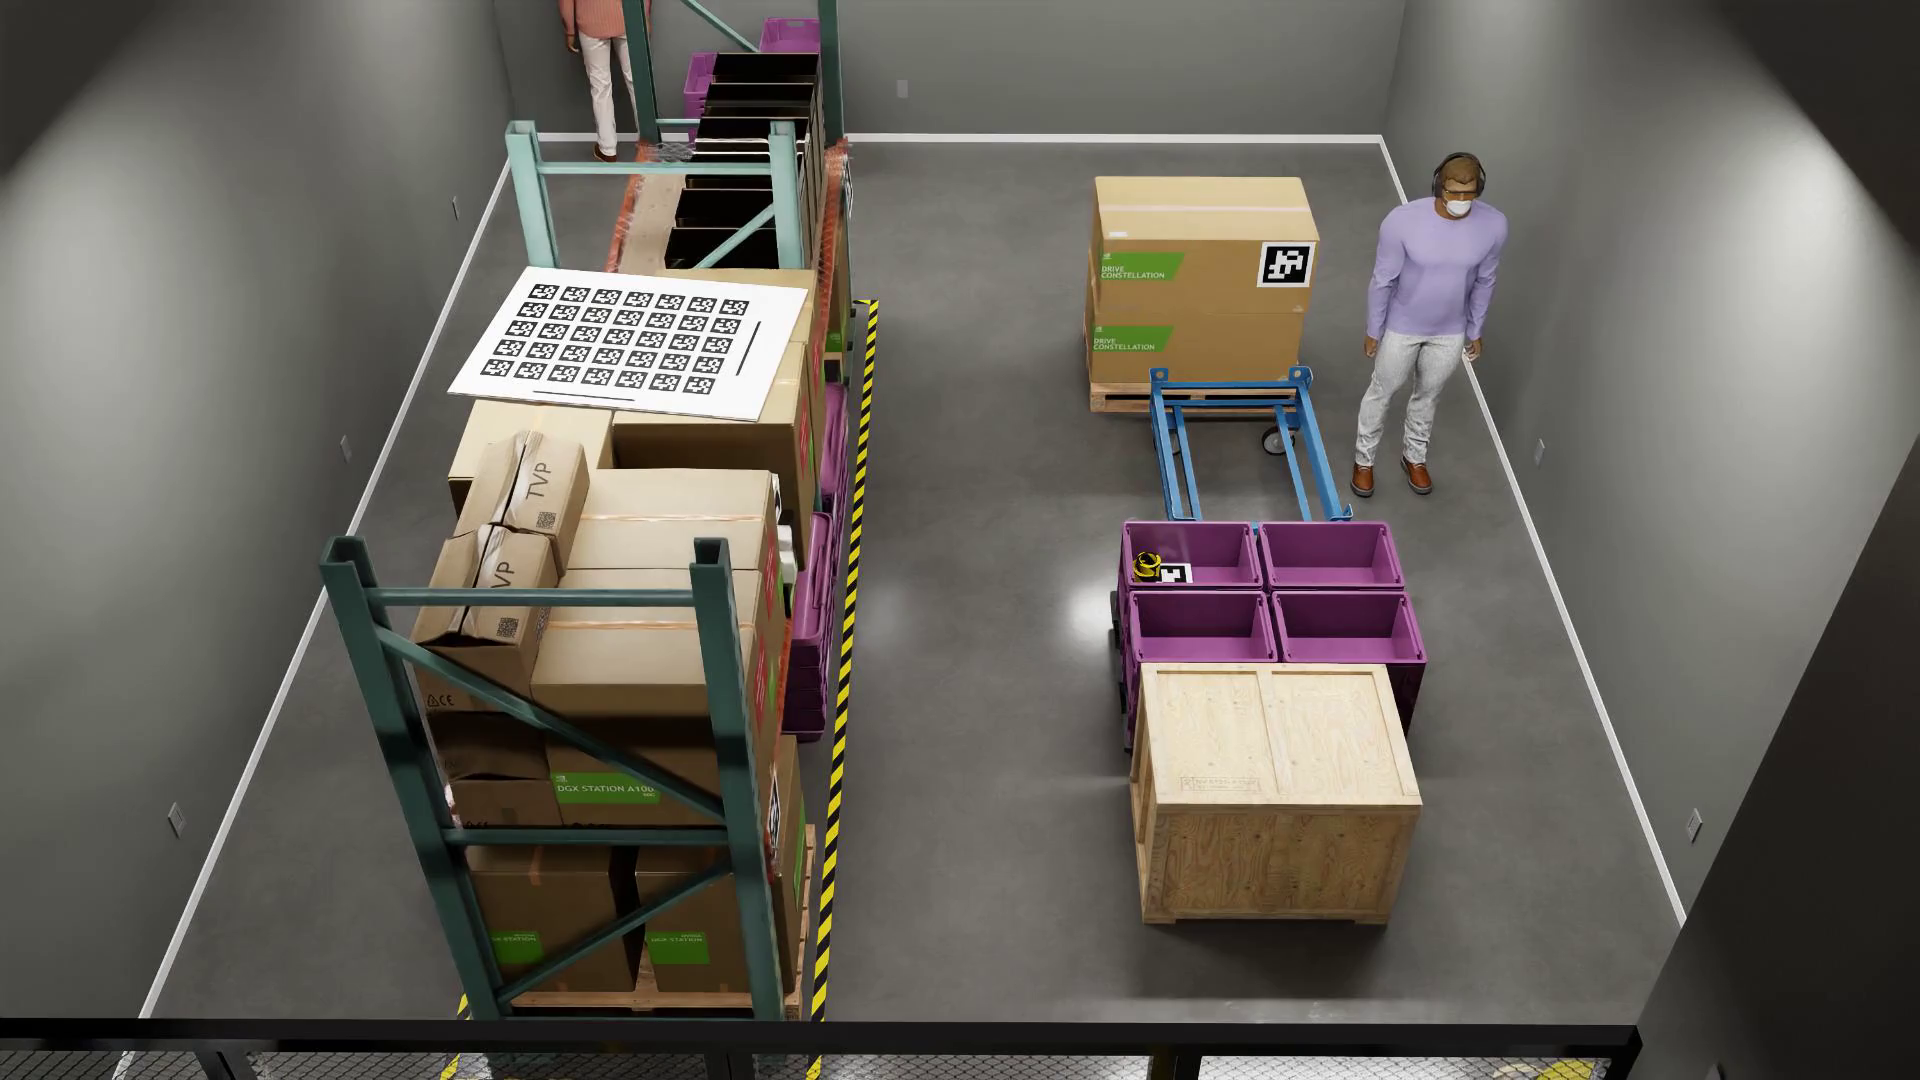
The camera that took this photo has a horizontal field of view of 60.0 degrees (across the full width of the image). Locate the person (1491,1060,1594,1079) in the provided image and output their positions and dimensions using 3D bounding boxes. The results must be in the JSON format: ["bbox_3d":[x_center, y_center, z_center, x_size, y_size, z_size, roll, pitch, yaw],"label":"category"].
[{"bbox_3d":[1.609,2.066,4.836,0.403,1.835,0.587,5,42,6],"label":"person"}]

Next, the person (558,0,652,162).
[{"bbox_3d":[-2.330,-3.424,10.976,0.612,1.995,0.382,-16,44,-18],"label":"person"}]

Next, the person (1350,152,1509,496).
[{"bbox_3d":[2.329,-1.062,8.324,0.627,1.940,0.372,-1,41,-1],"label":"person"}]
